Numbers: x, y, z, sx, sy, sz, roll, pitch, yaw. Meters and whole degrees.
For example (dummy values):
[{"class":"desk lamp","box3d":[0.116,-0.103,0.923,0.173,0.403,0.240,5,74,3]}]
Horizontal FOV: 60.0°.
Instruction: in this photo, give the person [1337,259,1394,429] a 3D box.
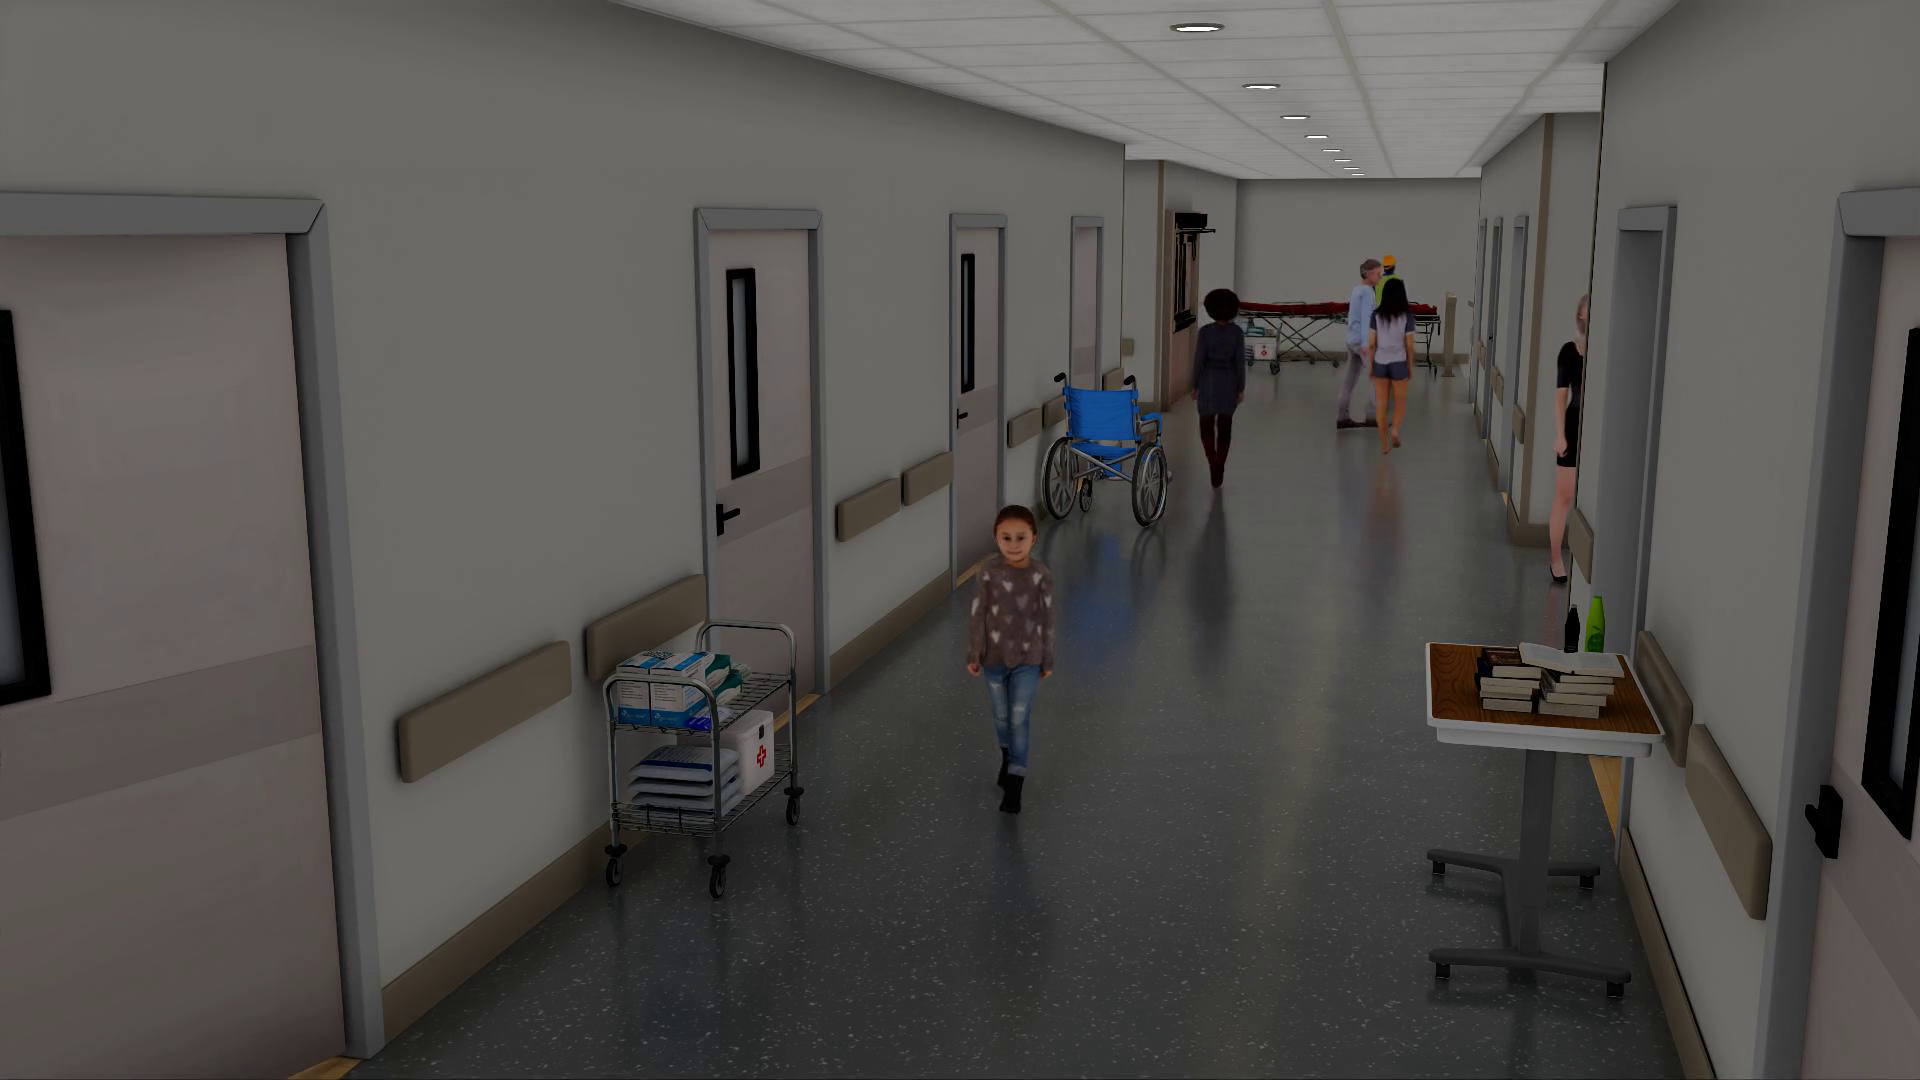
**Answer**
[{"class":"person","box3d":[4.322,-2.140,18.298,0.853,1.863,0.853,0,11,1]}]

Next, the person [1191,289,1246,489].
[{"class":"person","box3d":[2.189,-1.257,14.091,0.709,1.698,0.914,1,11,4]}]

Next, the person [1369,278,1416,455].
[{"class":"person","box3d":[4.195,-1.683,16.267,0.590,1.722,0.721,3,11,18]}]

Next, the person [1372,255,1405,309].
[{"class":"person","box3d":[6.133,-3.172,23.875,0.664,1.813,0.569,3,11,17]}]

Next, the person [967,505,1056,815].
[{"class":"person","box3d":[0.203,0.447,6.531,0.494,1.169,0.839,2,11,10]}]
